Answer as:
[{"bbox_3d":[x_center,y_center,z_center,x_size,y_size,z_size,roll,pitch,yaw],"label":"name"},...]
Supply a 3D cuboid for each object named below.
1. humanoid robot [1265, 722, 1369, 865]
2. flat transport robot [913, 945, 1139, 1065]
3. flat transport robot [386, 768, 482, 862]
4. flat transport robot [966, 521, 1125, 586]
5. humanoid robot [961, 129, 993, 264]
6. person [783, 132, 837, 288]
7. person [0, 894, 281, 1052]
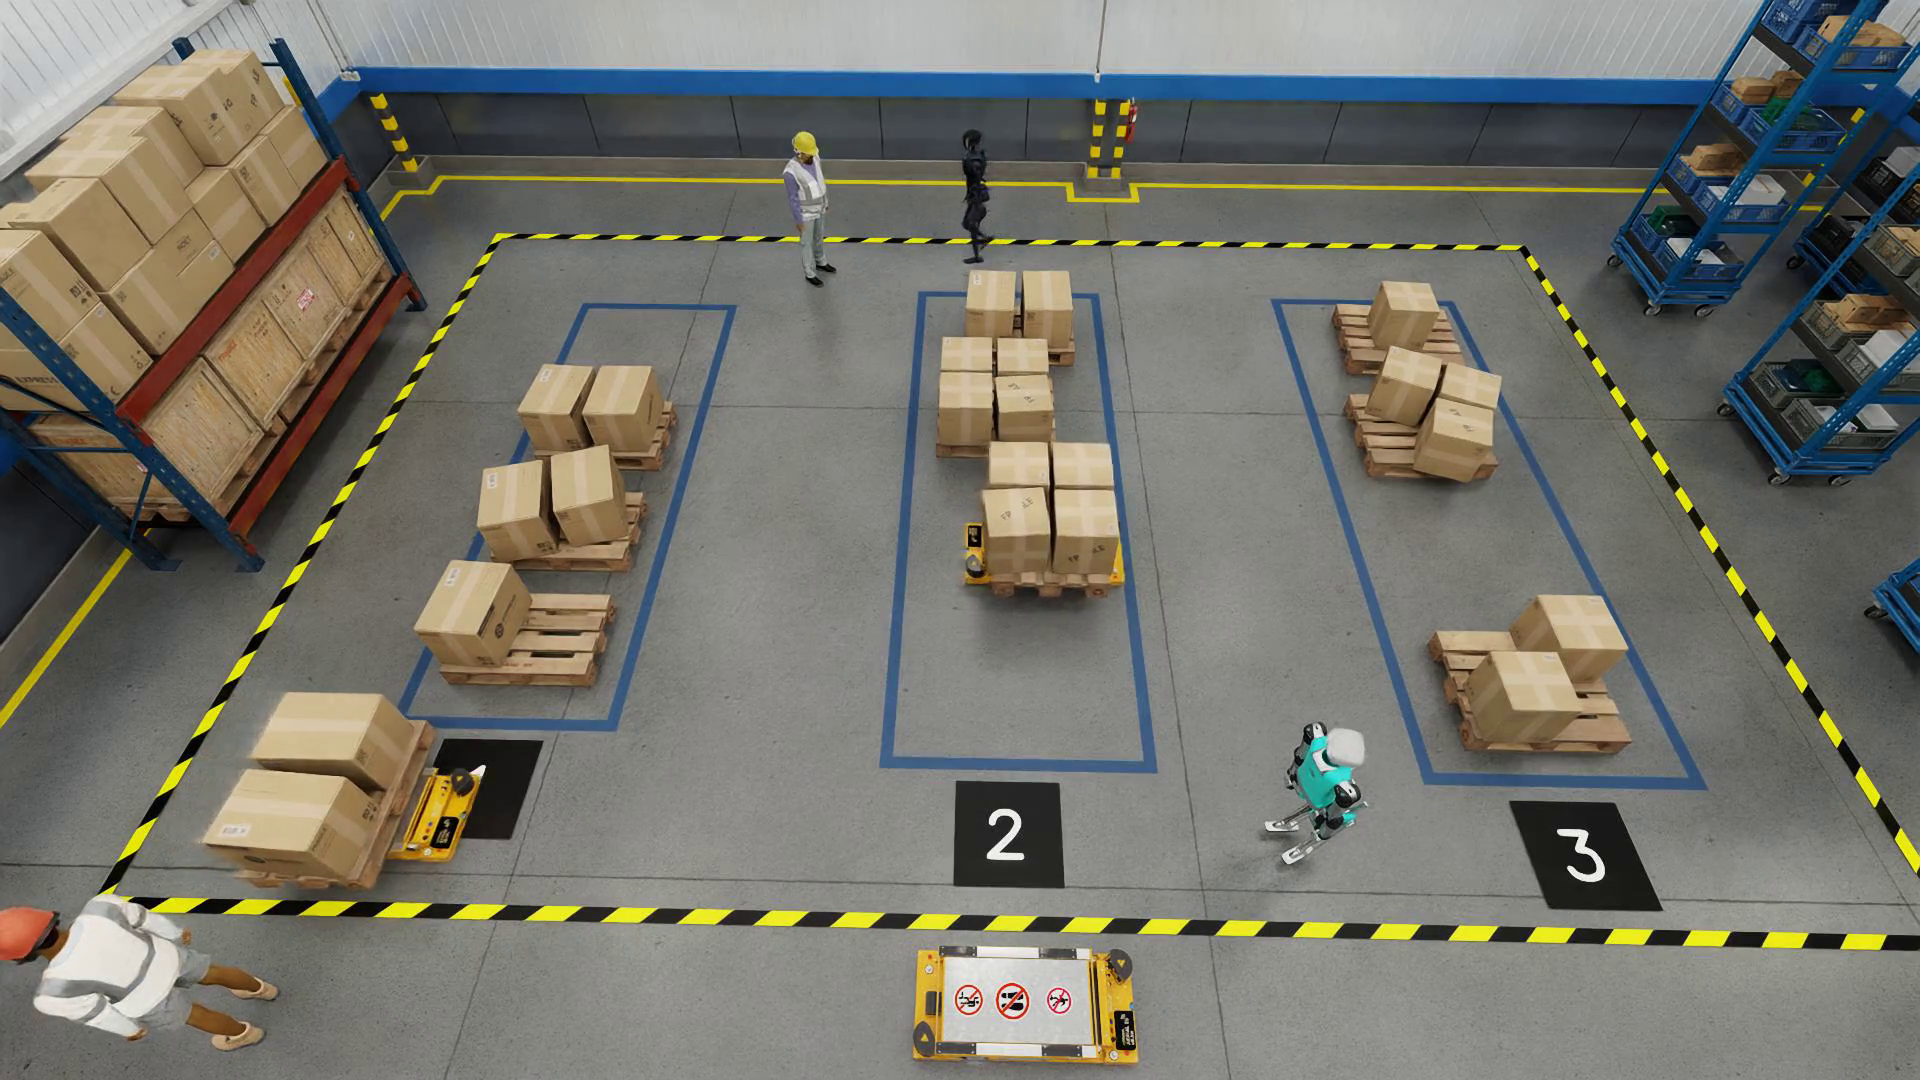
[{"bbox_3d":[2.501,1.679,6.082,0.735,1.677,0.533,-11,52,-9],"label":"humanoid robot"},{"bbox_3d":[0.422,3.041,6.007,1.431,0.231,0.659,1,51,1],"label":"flat transport robot"},{"bbox_3d":[-4.411,2.024,6.818,1.431,0.197,0.652,1,51,1],"label":"flat transport robot"},{"bbox_3d":[0.771,0.092,8.393,1.431,0.197,0.652,1,51,1],"label":"flat transport robot"},{"bbox_3d":[0.230,-4.052,10.885,0.407,1.645,0.608,-8,51,-7],"label":"humanoid robot"},{"bbox_3d":[-1.718,-3.825,10.601,0.403,1.823,0.588,22,54,17],"label":"person"},{"bbox_3d":[-4.716,2.529,5.283,0.388,2.039,0.614,-2,51,-2],"label":"person"}]
